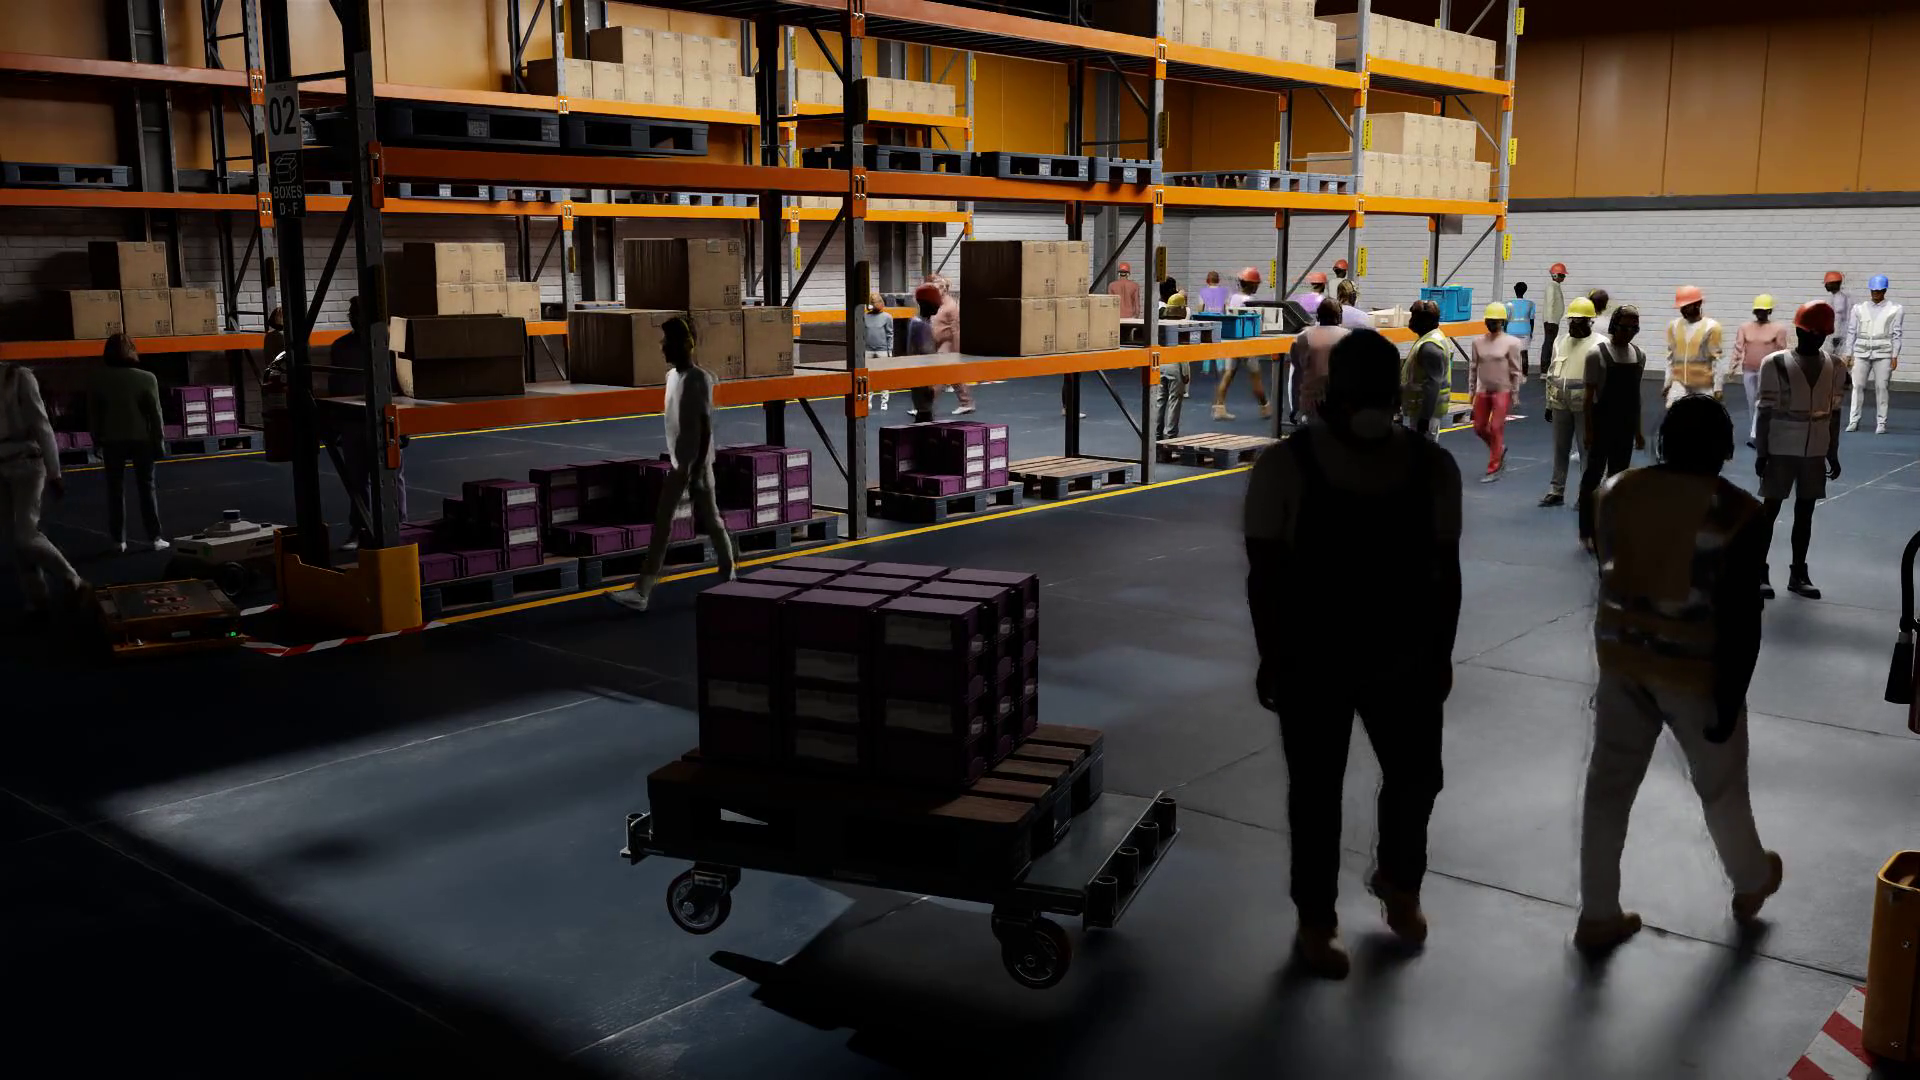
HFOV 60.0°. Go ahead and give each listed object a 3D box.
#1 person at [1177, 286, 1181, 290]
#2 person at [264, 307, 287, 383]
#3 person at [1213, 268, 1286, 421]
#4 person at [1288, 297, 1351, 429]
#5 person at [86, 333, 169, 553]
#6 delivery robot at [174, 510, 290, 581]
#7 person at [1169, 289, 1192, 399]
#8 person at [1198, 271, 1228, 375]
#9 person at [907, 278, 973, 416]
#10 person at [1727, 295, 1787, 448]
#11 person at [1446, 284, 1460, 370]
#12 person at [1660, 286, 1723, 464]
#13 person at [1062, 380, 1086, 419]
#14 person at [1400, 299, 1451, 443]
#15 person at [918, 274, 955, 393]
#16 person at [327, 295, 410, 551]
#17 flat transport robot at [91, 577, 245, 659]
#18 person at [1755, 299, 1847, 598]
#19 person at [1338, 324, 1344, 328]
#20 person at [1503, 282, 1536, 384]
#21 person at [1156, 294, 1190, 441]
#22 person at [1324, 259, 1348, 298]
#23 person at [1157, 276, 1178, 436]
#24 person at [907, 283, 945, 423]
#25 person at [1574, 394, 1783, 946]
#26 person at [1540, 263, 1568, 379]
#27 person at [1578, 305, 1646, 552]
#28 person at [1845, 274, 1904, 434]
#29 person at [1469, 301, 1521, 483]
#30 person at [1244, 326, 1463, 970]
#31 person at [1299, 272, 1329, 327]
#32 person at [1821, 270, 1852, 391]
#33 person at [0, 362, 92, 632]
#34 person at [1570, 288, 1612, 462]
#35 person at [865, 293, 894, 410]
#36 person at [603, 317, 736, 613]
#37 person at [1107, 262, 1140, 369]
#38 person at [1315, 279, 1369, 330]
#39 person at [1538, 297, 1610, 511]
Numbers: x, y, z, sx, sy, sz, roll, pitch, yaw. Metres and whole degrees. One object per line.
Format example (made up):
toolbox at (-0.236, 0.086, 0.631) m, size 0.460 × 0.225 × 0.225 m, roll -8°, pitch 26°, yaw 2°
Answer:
person at (3.562, -3.380, 27.505) m, size 0.315 × 1.636 × 0.514 m, roll 0°, pitch 10°, yaw 3°
person at (-7.282, -1.690, 17.915) m, size 0.496 × 1.629 × 0.277 m, roll 6°, pitch 12°, yaw 33°
person at (3.769, -2.547, 21.737) m, size 1.030 × 1.986 × 0.636 m, roll -4°, pitch 11°, yaw -21°
person at (3.099, -1.125, 14.081) m, size 0.633 × 1.841 × 0.429 m, roll 3°, pitch 10°, yaw 15°
person at (-6.186, -0.720, 12.365) m, size 0.507 × 1.630 × 0.268 m, roll -3°, pitch 10°, yaw -14°
delivery robot at (-4.713, 0.046, 10.806) m, size 0.477 × 0.478 × 0.707 m, roll 5°, pitch 11°, yaw 27°
person at (3.280, -2.918, 24.863) m, size 0.307 × 1.640 × 0.518 m, roll 9°, pitch 13°, yaw 41°
person at (4.508, -3.865, 29.666) m, size 0.570 × 1.843 × 0.372 m, roll -2°, pitch 10°, yaw -12°
person at (-0.247, -2.585, 22.376) m, size 1.019 × 1.853 × 0.655 m, roll -5°, pitch 11°, yaw -25°
person at (8.969, -1.892, 18.765) m, size 0.880 × 1.723 × 0.539 m, roll -10°, pitch 14°, yaw -44°
person at (6.718, -2.620, 22.825) m, size 0.320 × 1.763 × 0.522 m, roll 2°, pitch 10°, yaw 11°
person at (7.211, -1.559, 16.449) m, size 0.914 × 1.874 × 0.629 m, roll -8°, pitch 13°, yaw -40°
person at (1.509, -2.465, 22.121) m, size 0.316 × 1.697 × 0.540 m, roll -2°, pitch 10°, yaw -10°
person at (3.784, -1.042, 13.608) m, size 0.429 × 1.842 × 0.630 m, roll 3°, pitch 10°, yaw 14°
person at (-0.378, -3.170, 25.686) m, size 0.649 × 1.864 × 0.989 m, roll 6°, pitch 12°, yaw 31°
person at (-4.398, -0.861, 12.393) m, size 0.641 × 1.908 × 0.407 m, roll 1°, pitch 10°, yaw 4°
flat transport robot at (-4.641, 0.429, 9.698) m, size 0.652 × 0.197 × 1.431 m, roll -6°, pitch 12°, yaw -31°
person at (5.414, -0.579, 10.727) m, size 0.542 × 1.929 × 0.373 m, roll 0°, pitch 10°, yaw 3°
person at (3.268, -1.101, 14.588) m, size 0.697 × 1.616 × 0.531 m, roll -3°, pitch 10°, yaw -15°
person at (9.265, -3.430, 27.615) m, size 0.541 × 1.695 × 0.316 m, roll 0°, pitch 10°, yaw 3°
person at (2.441, -1.938, 19.006) m, size 0.346 × 1.737 × 0.486 m, roll -7°, pitch 12°, yaw -36°
person at (6.972, -4.120, 30.557) m, size 0.376 × 2.044 × 0.607 m, roll -9°, pitch 13°, yaw -41°
person at (2.446, -2.223, 20.113) m, size 0.377 × 1.917 × 0.600 m, roll 1°, pitch 10°, yaw 4°
person at (-0.395, -1.593, 16.603) m, size 0.457 × 1.902 × 0.620 m, roll -1°, pitch 10°, yaw -5°
person at (2.394, 0.417, 5.475) m, size 0.938 × 1.785 × 0.611 m, roll -8°, pitch 13°, yaw -39°
person at (10.270, -3.779, 28.750) m, size 0.395 × 1.993 × 0.614 m, roll 5°, pitch 11°, yaw 29°
person at (4.867, -0.825, 12.382) m, size 0.504 × 1.839 × 0.344 m, roll -3°, pitch 10°, yaw -16°
person at (11.135, -2.266, 20.298) m, size 0.606 × 1.938 × 0.409 m, roll 8°, pitch 13°, yaw 40°
person at (5.222, -1.442, 16.171) m, size 0.598 × 1.752 × 0.528 m, roll -10°, pitch 14°, yaw -43°
person at (1.245, 0.325, 5.258) m, size 0.698 × 2.000 × 0.537 m, roll 1°, pitch 10°, yaw 4°
person at (5.369, -3.022, 24.725) m, size 0.948 × 1.892 × 0.571 m, roll -6°, pitch 11°, yaw -30°
person at (13.458, -3.181, 25.582) m, size 0.506 × 1.912 × 0.558 m, roll 4°, pitch 11°, yaw 20°
person at (-5.578, -0.381, 9.798) m, size 0.635 × 1.858 × 0.484 m, roll 4°, pitch 11°, yaw 22°
person at (6.581, -1.693, 17.305) m, size 0.535 × 1.851 × 0.745 m, roll -1°, pitch 10°, yaw -5°
person at (-1.172, -2.623, 23.202) m, size 0.502 × 1.631 × 0.284 m, roll 3°, pitch 10°, yaw 16°
person at (-1.751, -0.444, 10.244) m, size 0.941 × 1.822 × 0.555 m, roll -9°, pitch 13°, yaw -42°
person at (3.042, -4.180, 31.037) m, size 0.612 × 1.995 × 0.393 m, roll 1°, pitch 10°, yaw 4°
person at (3.901, -1.679, 16.957) m, size 0.375 × 1.940 × 0.627 m, roll -9°, pitch 13°, yaw -41°
person at (5.320, -1.173, 14.379) m, size 0.403 × 1.833 × 0.590 m, roll -8°, pitch 13°, yaw -40°
